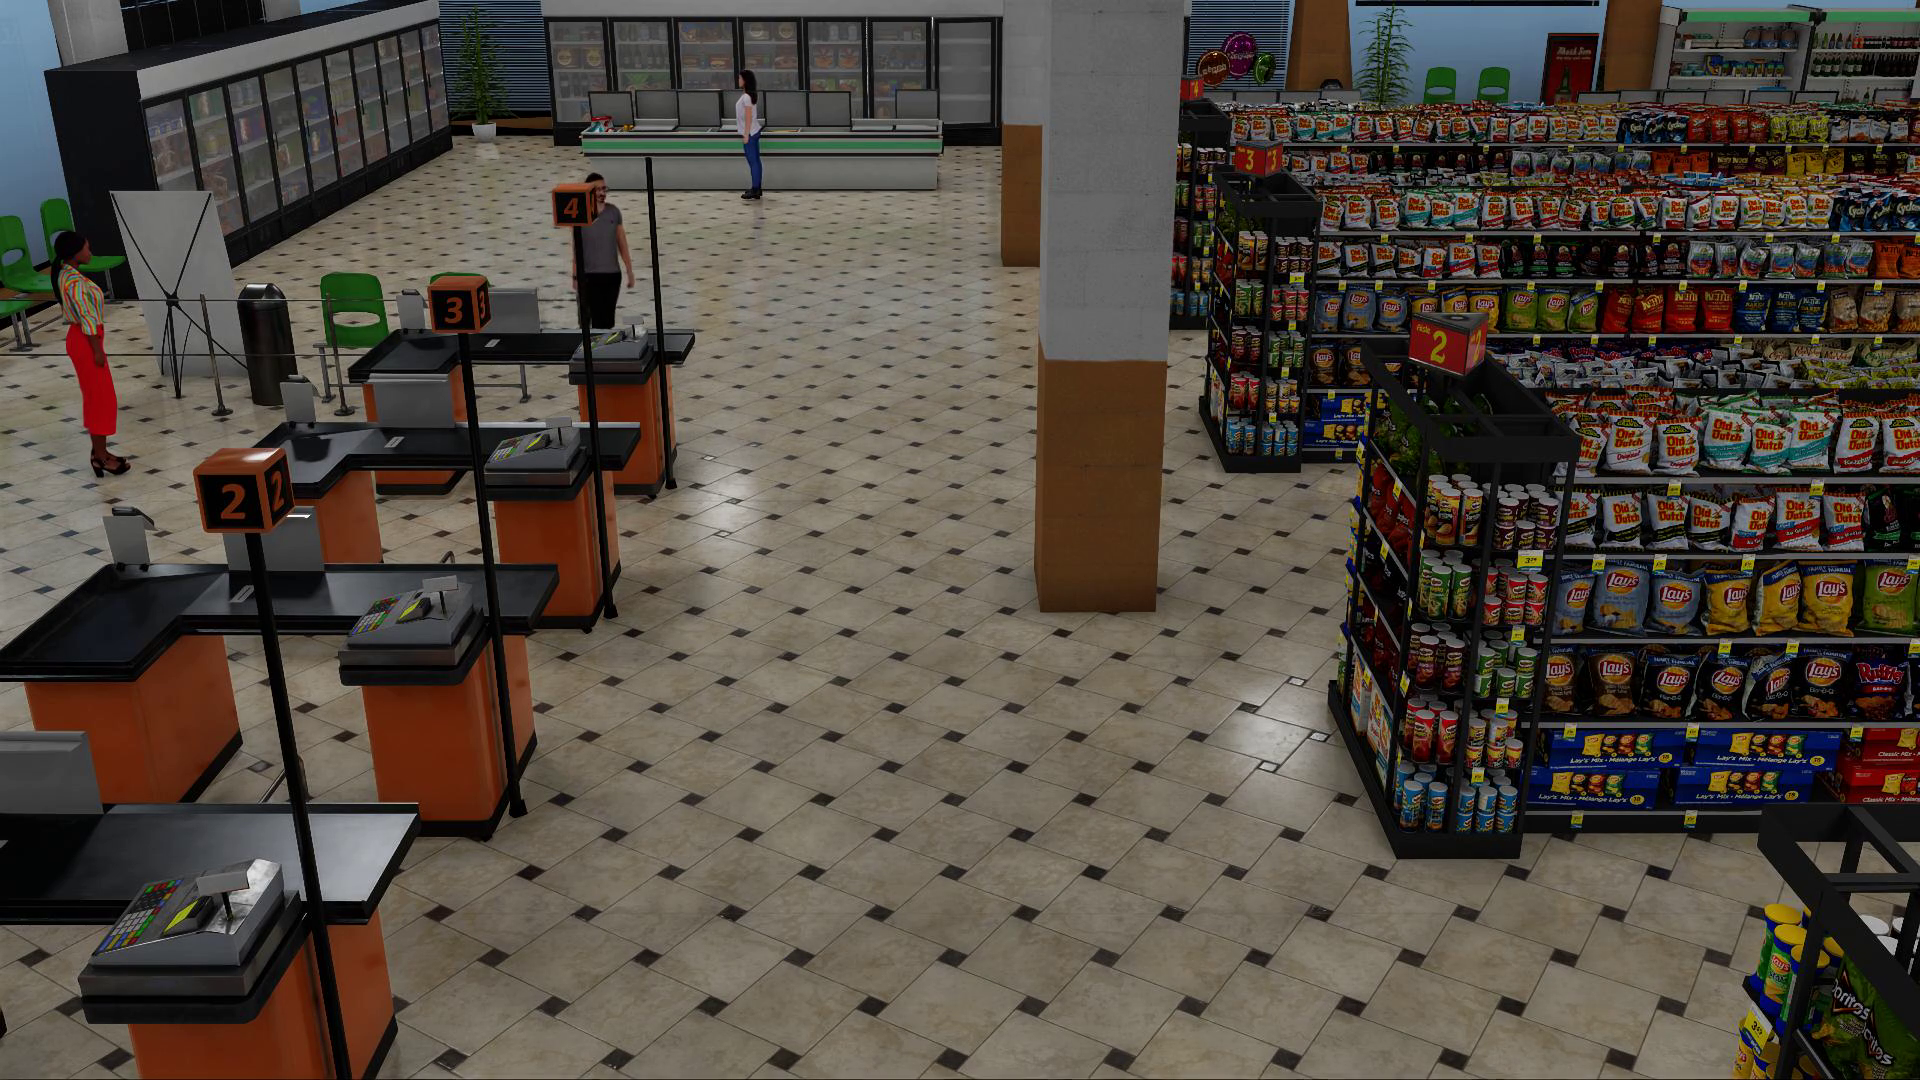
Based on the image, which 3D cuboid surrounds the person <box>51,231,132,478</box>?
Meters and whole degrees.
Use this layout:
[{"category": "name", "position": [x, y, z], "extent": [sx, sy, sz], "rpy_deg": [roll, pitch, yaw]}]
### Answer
[{"category": "person", "position": [-6.278, -1.332, 11.951], "extent": [0.725, 1.792, 0.673], "rpy_deg": [-19, 28, -39]}]

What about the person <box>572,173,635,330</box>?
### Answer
[{"category": "person", "position": [-3.170, -2.321, 14.499], "extent": [1.031, 1.727, 1.045], "rpy_deg": [-17, 27, -35]}]

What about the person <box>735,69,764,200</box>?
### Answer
[{"category": "person", "position": [-2.798, -5.417, 22.262], "extent": [0.543, 1.685, 0.620], "rpy_deg": [2, 22, 5]}]
